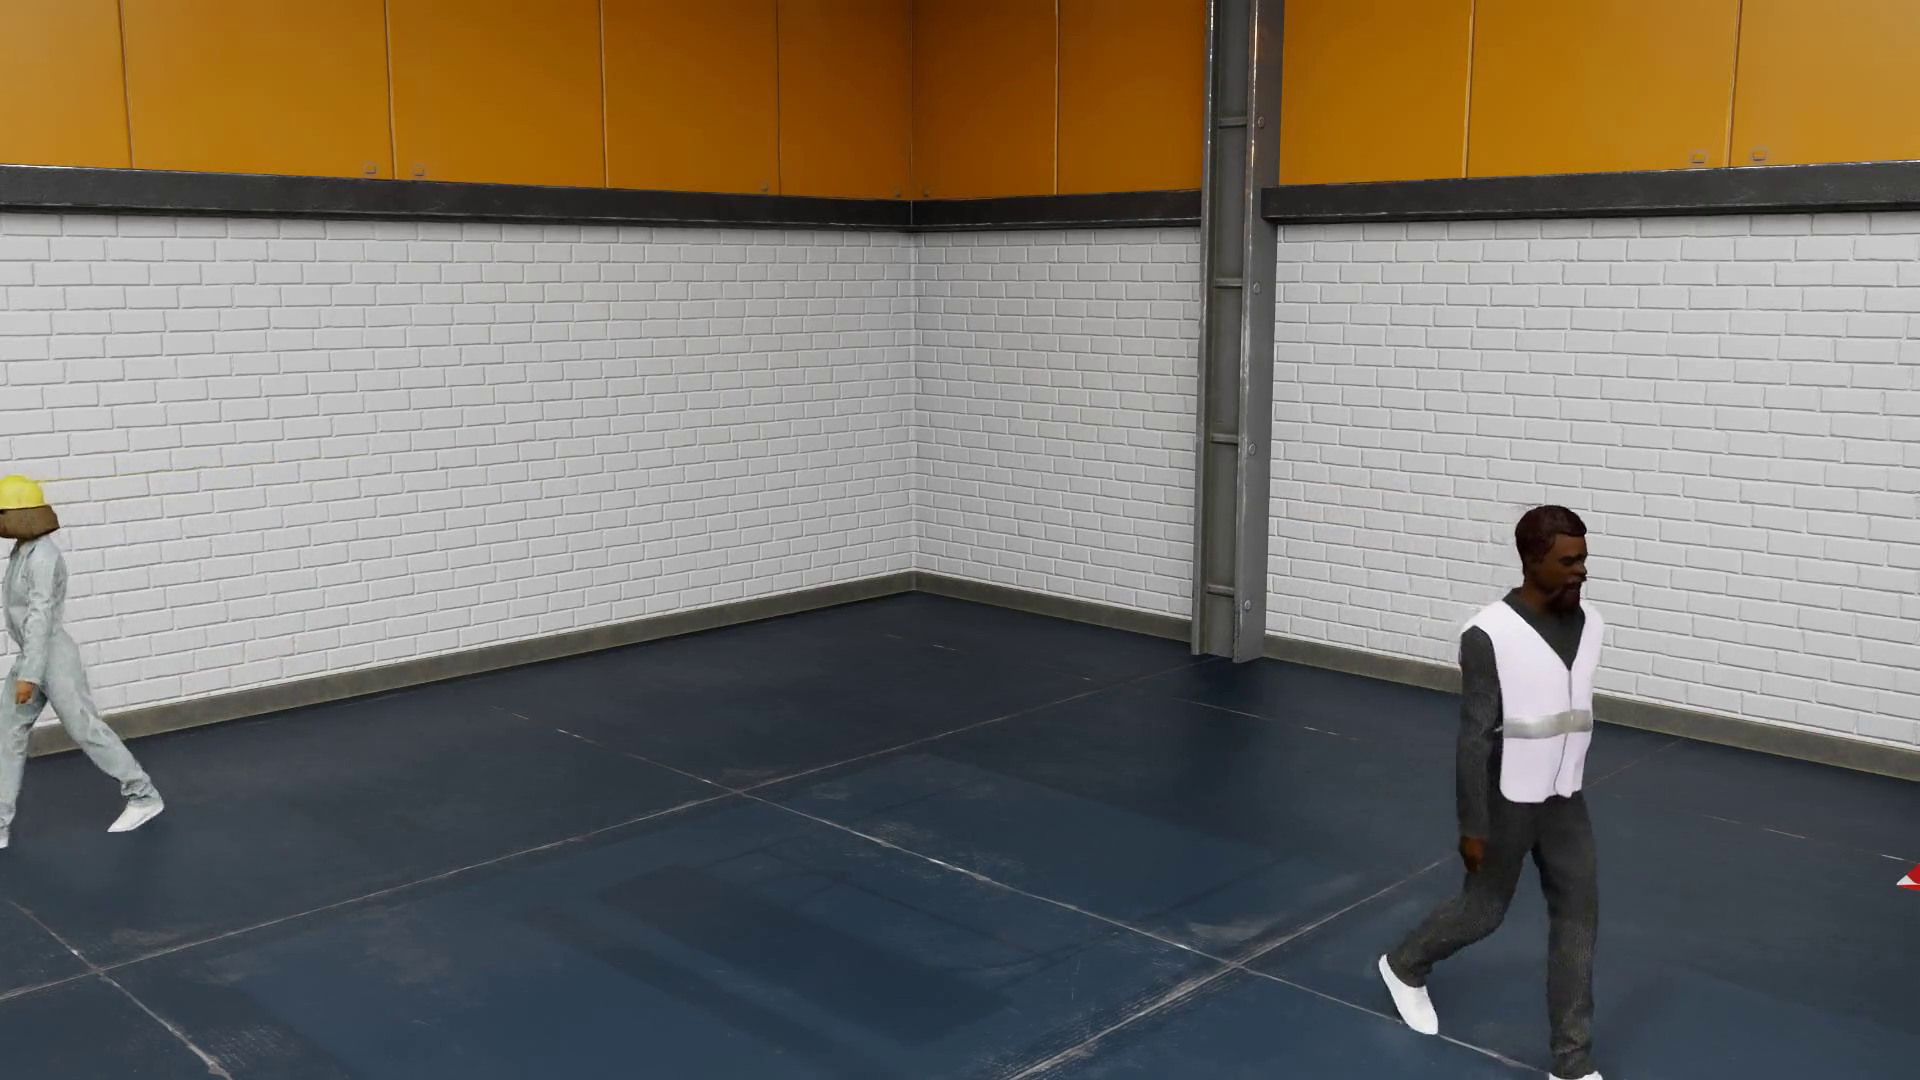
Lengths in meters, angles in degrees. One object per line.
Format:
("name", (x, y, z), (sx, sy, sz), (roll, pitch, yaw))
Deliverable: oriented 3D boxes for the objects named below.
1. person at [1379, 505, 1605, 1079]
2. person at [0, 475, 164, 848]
("person", (1.774, 0.806, 5.353), (0.599, 1.892, 0.899), (-5, 11, -30))
("person", (-4.113, 0.544, 7.518), (0.892, 1.701, 0.494), (-9, 13, -43))
